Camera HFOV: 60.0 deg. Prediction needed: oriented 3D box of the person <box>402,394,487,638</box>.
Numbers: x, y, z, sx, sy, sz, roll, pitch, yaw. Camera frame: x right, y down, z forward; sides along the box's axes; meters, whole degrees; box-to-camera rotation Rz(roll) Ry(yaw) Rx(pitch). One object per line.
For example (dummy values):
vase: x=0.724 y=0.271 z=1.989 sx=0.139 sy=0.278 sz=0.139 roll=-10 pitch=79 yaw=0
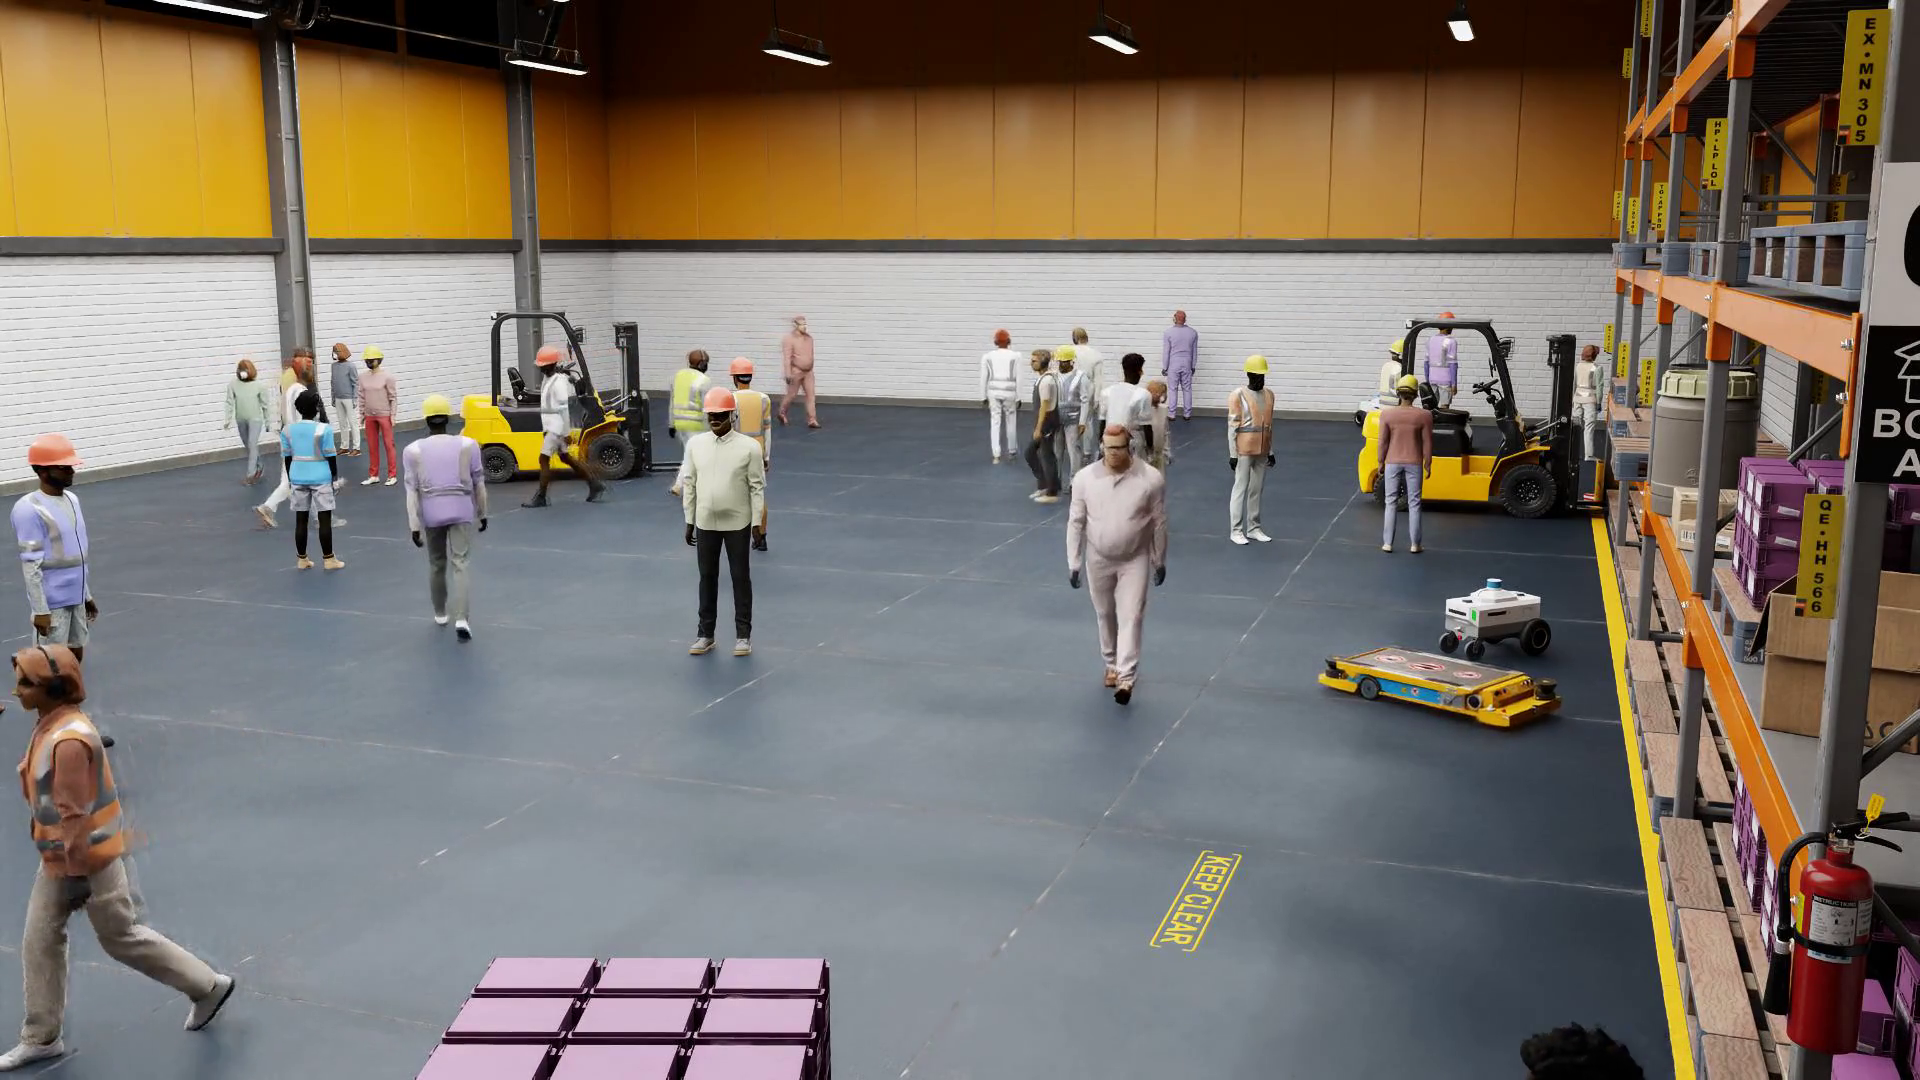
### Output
person: x=-4.009 y=-0.194 z=12.979 sx=0.600 sy=1.883 sz=0.983 roll=-3 pitch=10 yaw=-15

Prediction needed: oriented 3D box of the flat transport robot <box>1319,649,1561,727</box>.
flat transport robot: x=3.175 y=0.947 z=11.070 sx=0.652 sy=0.197 sz=1.431 roll=-9 pitch=14 yaw=-42

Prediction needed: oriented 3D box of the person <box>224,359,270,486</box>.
person: x=-9.070 y=-1.522 z=21.272 sx=0.500 sy=1.599 sz=0.851 roll=0 pitch=10 yaw=0

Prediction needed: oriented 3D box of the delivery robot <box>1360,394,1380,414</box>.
delivery robot: x=6.997 y=-2.187 z=27.654 sx=0.477 sy=0.478 sz=0.707 roll=-6 pitch=12 yaw=-28

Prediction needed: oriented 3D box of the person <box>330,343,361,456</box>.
person: x=-8.861 y=-2.020 z=23.943 sx=0.507 sy=1.632 sz=0.268 roll=6 pitch=11 yaw=28

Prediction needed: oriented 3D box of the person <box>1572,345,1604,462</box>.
person: x=8.793 y=-1.917 z=23.350 sx=0.315 sy=1.638 sz=0.515 roll=-6 pitch=11 yaw=-28

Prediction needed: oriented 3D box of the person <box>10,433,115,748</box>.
person: x=-5.291 y=0.335 z=9.818 sx=0.362 sy=1.939 sz=0.542 roll=0 pitch=10 yaw=1

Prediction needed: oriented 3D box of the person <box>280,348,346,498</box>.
person: x=-7.840 y=-1.415 z=20.071 sx=0.946 sy=1.793 sz=0.635 roll=-8 pitch=13 yaw=-40

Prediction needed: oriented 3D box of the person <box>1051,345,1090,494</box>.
person: x=1.287 y=-1.473 z=20.333 sx=0.589 sy=1.822 sz=0.403 roll=8 pitch=13 yaw=37

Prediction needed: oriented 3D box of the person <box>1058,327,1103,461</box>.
person: x=1.675 y=-2.006 z=23.124 sx=0.635 sy=1.901 sz=0.865 roll=-1 pitch=10 yaw=-4

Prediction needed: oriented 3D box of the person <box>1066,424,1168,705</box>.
person: x=1.033 y=0.152 z=11.109 sx=0.659 sy=1.844 sz=1.001 roll=2 pitch=10 yaw=13

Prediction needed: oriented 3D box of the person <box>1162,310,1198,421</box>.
person: x=3.782 y=-3.011 z=28.755 sx=0.643 sy=1.909 sz=0.410 roll=-3 pitch=10 yaw=-16

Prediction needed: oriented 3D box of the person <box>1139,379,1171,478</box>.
person: x=2.008 y=-0.899 z=17.666 sx=0.364 sy=1.633 sz=0.530 roll=9 pitch=13 yaw=41

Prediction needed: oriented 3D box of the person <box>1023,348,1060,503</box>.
person: x=0.956 y=-1.328 z=19.488 sx=0.491 sy=1.828 sz=0.506 roll=-1 pitch=10 yaw=-7

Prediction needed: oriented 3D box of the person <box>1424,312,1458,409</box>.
person: x=7.193 y=-2.370 z=24.768 sx=0.389 sy=2.039 sz=0.616 roll=-5 pitch=11 yaw=-28

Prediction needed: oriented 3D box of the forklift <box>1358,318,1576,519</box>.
forklift: x=5.787 y=-1.437 z=19.079 sx=2.313 sy=2.155 sz=1.214 roll=3 pitch=11 yaw=19

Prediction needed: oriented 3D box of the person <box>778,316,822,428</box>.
person: x=-2.699 y=-2.803 z=27.698 sx=0.653 sy=1.871 sz=0.929 roll=-9 pitch=14 yaw=-43

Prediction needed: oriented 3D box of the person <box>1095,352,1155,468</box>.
person: x=1.725 y=-0.957 z=17.147 sx=0.656 sy=1.954 sz=0.663 roll=10 pitch=14 yaw=44

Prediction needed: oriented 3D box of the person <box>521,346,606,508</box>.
person: x=-4.617 y=-1.323 z=19.318 sx=0.953 sy=1.892 sz=0.552 roll=-4 pitch=11 yaw=-24

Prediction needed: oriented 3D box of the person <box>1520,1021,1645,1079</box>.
person: x=1.163 y=1.682 z=3.032 sx=0.853 sy=1.659 sz=0.535 roll=-1 pitch=10 yaw=-4

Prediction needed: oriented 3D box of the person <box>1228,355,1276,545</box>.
person: x=2.982 y=-0.919 z=16.916 sx=0.595 sy=1.925 sz=0.371 roll=-7 pitch=12 yaw=-33

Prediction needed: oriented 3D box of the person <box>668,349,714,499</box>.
person: x=-3.106 y=-1.310 z=19.406 sx=0.668 sy=1.822 sz=0.434 roll=9 pitch=13 yaw=40

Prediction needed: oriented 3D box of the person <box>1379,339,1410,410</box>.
person: x=5.634 y=-1.682 z=21.522 sx=0.404 sy=1.823 sz=0.591 roll=-2 pitch=10 yaw=-12

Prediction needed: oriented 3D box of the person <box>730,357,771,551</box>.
person: x=-2.130 y=-0.834 z=16.414 sx=0.553 sy=1.934 sz=0.364 roll=-7 pitch=12 yaw=-36

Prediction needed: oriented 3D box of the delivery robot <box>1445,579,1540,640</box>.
delivery robot: x=3.953 y=0.532 z=12.344 sx=0.707 sy=0.478 sz=0.477 roll=-5 pitch=11 yaw=-26

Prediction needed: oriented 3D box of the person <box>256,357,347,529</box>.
person: x=-7.064 y=-1.024 z=17.718 sx=0.830 sy=1.858 sz=0.598 roll=-6 pitch=12 yaw=-32

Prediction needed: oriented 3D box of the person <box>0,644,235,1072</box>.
person: x=-3.184 y=1.151 z=6.181 sx=0.787 sy=1.604 sz=0.516 roll=-8 pitch=13 yaw=-38

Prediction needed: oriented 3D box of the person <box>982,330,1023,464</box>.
person: x=0.608 y=-2.013 z=23.317 sx=0.595 sy=1.858 sz=0.811 roll=2 pitch=10 yaw=11

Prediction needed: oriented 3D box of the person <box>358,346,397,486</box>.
person: x=-7.349 y=-1.563 z=20.992 sx=0.526 sy=1.768 sz=0.331 roll=3 pitch=10 yaw=14

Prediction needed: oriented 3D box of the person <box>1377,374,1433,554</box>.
person: x=4.382 y=-0.746 z=16.398 sx=0.530 sy=1.765 sz=0.326 roll=3 pitch=11 yaw=17

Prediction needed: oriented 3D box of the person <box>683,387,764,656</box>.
person: x=-1.754 y=-0.135 z=12.305 sx=0.609 sy=1.995 sz=0.378 roll=1 pitch=10 yaw=8

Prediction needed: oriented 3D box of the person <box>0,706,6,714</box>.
person: x=-6.403 y=0.265 z=10.388 sx=0.752 sy=1.882 sz=0.649 roll=-2 pitch=10 yaw=-13

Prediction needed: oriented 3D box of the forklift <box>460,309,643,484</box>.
forklift: x=-5.354 y=-1.902 z=21.697 sx=2.313 sy=2.155 sz=1.214 roll=-2 pitch=10 yaw=-13

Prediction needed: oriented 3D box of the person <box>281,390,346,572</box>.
person: x=-6.016 y=-0.544 z=15.455 sx=0.539 sy=1.696 sz=0.317 roll=1 pitch=10 yaw=8
